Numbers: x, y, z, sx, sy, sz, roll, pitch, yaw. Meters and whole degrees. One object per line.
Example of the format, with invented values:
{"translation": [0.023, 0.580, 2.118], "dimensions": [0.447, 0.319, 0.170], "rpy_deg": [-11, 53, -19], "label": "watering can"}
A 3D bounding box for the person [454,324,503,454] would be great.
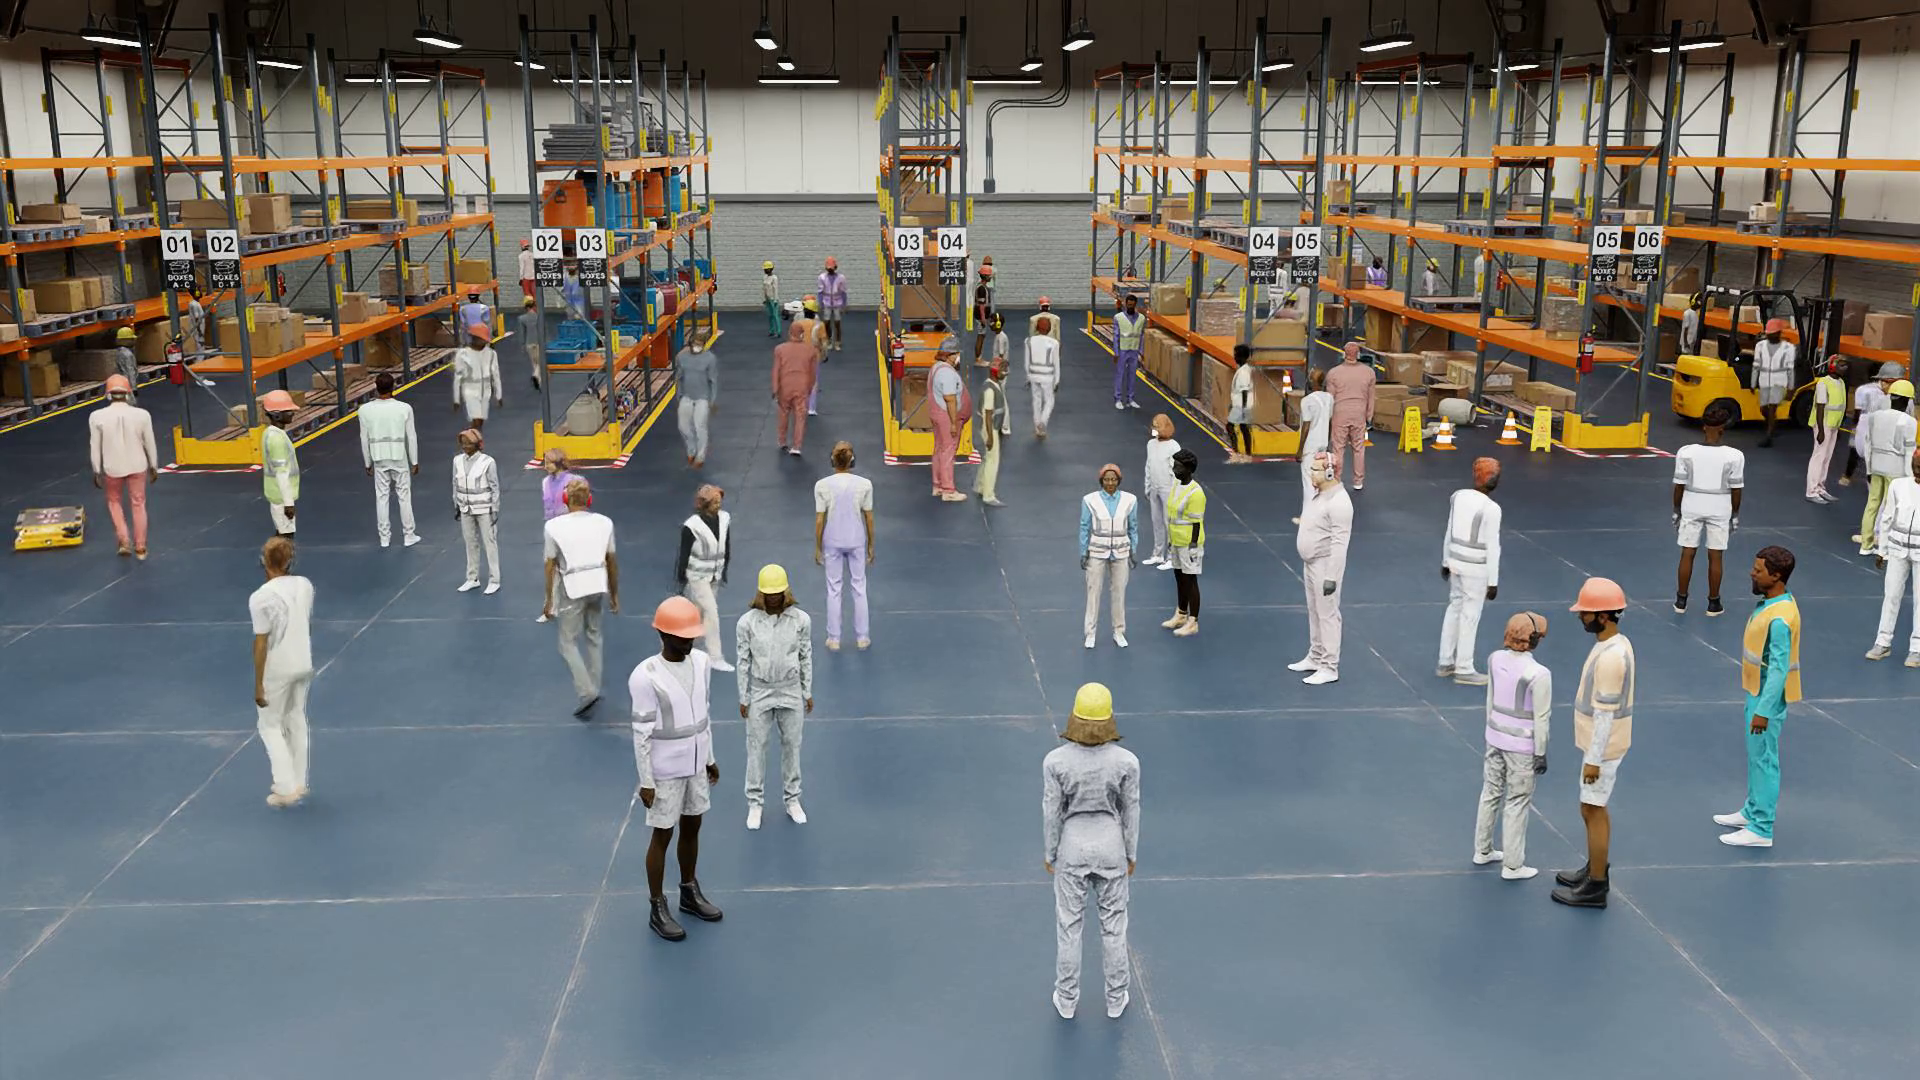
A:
{"translation": [-6.659, -1.998, 22.895], "dimensions": [0.623, 1.980, 1.034], "rpy_deg": [-12, 18, -42], "label": "person"}

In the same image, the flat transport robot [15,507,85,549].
{"translation": [-10.258, -0.165, 18.757], "dimensions": [0.652, 0.197, 1.431], "rpy_deg": [-6, 15, -26], "label": "flat transport robot"}

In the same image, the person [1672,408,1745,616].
{"translation": [6.973, -0.262, 15.546], "dimensions": [0.603, 1.962, 0.368], "rpy_deg": [7, 15, 28], "label": "person"}

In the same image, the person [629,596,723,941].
{"translation": [-1.544, 1.245, 9.217], "dimensions": [0.372, 1.933, 0.552], "rpy_deg": [10, 17, 36], "label": "person"}

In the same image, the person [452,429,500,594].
{"translation": [-4.745, -0.282, 16.326], "dimensions": [0.523, 1.636, 0.309], "rpy_deg": [5, 14, 22], "label": "person"}

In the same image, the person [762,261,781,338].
{"translation": [-4.378, -5.550, 38.394], "dimensions": [0.357, 1.759, 0.523], "rpy_deg": [-10, 17, -37], "label": "person"}

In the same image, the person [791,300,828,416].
{"translation": [-2.441, -2.976, 27.205], "dimensions": [0.601, 1.887, 0.549], "rpy_deg": [5, 14, 19], "label": "person"}

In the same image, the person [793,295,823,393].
{"translation": [-2.697, -3.499, 29.708], "dimensions": [0.573, 1.748, 0.342], "rpy_deg": [7, 15, 29], "label": "person"}

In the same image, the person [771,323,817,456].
{"translation": [-2.389, -2.172, 23.868], "dimensions": [0.661, 1.856, 0.979], "rpy_deg": [-3, 14, -11], "label": "person"}

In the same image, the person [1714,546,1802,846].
{"translation": [5.038, 0.975, 10.401], "dimensions": [0.393, 1.919, 0.589], "rpy_deg": [5, 14, 20], "label": "person"}

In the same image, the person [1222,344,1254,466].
{"translation": [3.823, -1.856, 22.915], "dimensions": [0.560, 1.665, 0.538], "rpy_deg": [3, 14, 12], "label": "person"}

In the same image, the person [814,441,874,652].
{"translation": [-1.002, 0.060, 14.432], "dimensions": [0.516, 1.843, 0.325], "rpy_deg": [-2, 13, -9], "label": "person"}

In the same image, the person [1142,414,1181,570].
{"translation": [2.100, -0.507, 17.311], "dimensions": [0.282, 1.624, 0.495], "rpy_deg": [-9, 16, -34], "label": "person"}

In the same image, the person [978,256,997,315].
{"translation": [0.703, -6.394, 42.253], "dimensions": [0.505, 1.624, 0.290], "rpy_deg": [-5, 14, -21], "label": "person"}

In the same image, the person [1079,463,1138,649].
{"translation": [1.299, 0.138, 14.543], "dimensions": [0.525, 1.639, 0.307], "rpy_deg": [-1, 13, -6], "label": "person"}

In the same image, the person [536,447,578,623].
{"translation": [-3.673, -0.076, 15.531], "dimensions": [0.523, 1.597, 0.794], "rpy_deg": [7, 15, 26], "label": "person"}

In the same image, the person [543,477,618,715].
{"translation": [-2.911, 0.439, 12.895], "dimensions": [0.613, 1.817, 0.549], "rpy_deg": [-10, 17, -37], "label": "person"}

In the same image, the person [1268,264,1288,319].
{"translation": [7.290, -5.558, 38.166], "dimensions": [0.358, 1.880, 0.575], "rpy_deg": [-9, 16, -33], "label": "person"}

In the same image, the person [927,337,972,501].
{"translation": [-0.116, -1.522, 20.714], "dimensions": [0.536, 2.000, 0.688], "rpy_deg": [-4, 14, -18], "label": "person"}

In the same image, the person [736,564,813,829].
{"translation": [-1.180, 0.998, 10.677], "dimensions": [0.490, 1.743, 0.324], "rpy_deg": [-4, 14, -15], "label": "person"}

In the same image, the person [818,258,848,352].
{"translation": [-2.715, -5.036, 35.638], "dimensions": [0.627, 2.018, 0.470], "rpy_deg": [1, 13, 3], "label": "person"}

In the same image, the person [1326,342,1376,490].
{"translation": [4.954, -1.573, 21.218], "dimensions": [0.643, 1.909, 0.410], "rpy_deg": [-1, 13, -2], "label": "person"}

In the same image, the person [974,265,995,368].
{"translation": [0.490, -4.463, 33.205], "dimensions": [0.410, 2.034, 0.604], "rpy_deg": [1, 13, 4], "label": "person"}

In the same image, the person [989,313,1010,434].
{"translation": [0.603, -2.537, 25.416], "dimensions": [0.326, 1.861, 0.504], "rpy_deg": [-1, 13, -5], "label": "person"}

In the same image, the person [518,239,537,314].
{"translation": [-11.253, -6.816, 43.243], "dimensions": [0.396, 1.992, 0.622], "rpy_deg": [6, 15, 25], "label": "person"}

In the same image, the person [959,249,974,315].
{"translation": [0.158, -6.705, 43.314], "dimensions": [0.350, 1.743, 0.563], "rpy_deg": [5, 14, 21], "label": "person"}

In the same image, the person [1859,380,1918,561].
{"translation": [9.870, -0.739, 17.647], "dimensions": [0.368, 1.926, 0.587], "rpy_deg": [-5, 14, -21], "label": "person"}

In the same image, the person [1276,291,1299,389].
{"translation": [5.973, -3.637, 30.282], "dimensions": [0.327, 1.761, 0.524], "rpy_deg": [-12, 18, -41], "label": "person"}

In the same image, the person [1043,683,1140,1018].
{"translation": [0.653, 1.553, 8.325], "dimensions": [0.485, 1.744, 0.295], "rpy_deg": [0, 13, 2], "label": "person"}

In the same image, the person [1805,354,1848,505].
{"translation": [10.687, -1.375, 20.510], "dimensions": [0.567, 1.846, 0.389], "rpy_deg": [-12, 18, -42], "label": "person"}
